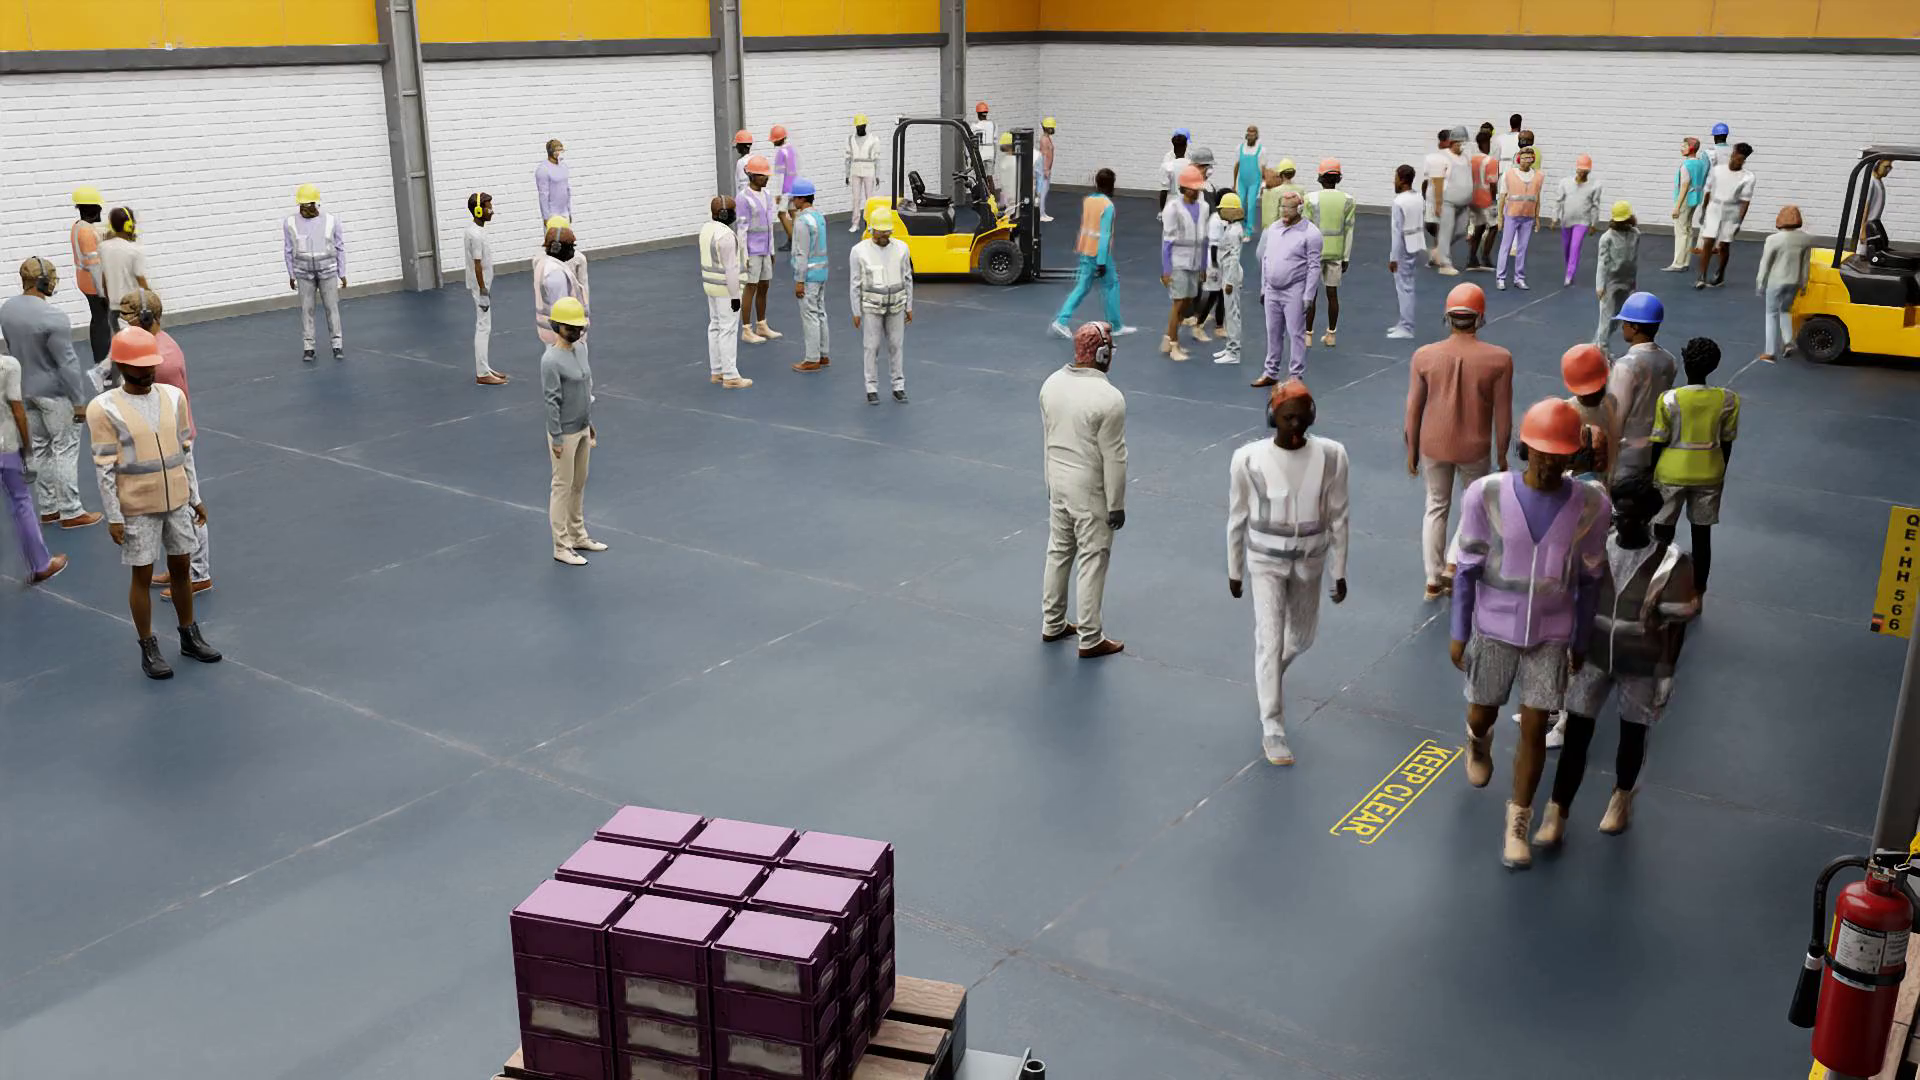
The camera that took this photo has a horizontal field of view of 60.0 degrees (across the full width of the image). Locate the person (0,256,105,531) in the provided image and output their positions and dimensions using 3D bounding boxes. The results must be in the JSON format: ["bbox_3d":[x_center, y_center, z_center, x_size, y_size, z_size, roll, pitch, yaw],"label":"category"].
[{"bbox_3d":[-6.346,-1.011,11.610,0.641,1.927,0.386,9,20,25],"label":"person"}]

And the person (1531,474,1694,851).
[{"bbox_3d":[2.791,0.554,7.125,0.552,1.661,0.776,13,22,35],"label":"person"}]

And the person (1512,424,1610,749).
[{"bbox_3d":[3.002,0.225,8.202,0.307,1.641,0.514,1,18,3],"label":"person"}]

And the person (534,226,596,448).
[{"bbox_3d":[-3.291,-1.681,13.848,0.430,1.838,0.620,-7,19,-21],"label":"person"}]

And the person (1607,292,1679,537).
[{"bbox_3d":[4.051,-0.528,10.081,0.612,1.942,0.405,-15,23,-38],"label":"person"}]

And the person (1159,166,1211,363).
[{"bbox_3d":[2.322,-2.859,17.263,0.630,2.015,0.548,-12,21,-33],"label":"person"}]

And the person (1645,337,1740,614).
[{"bbox_3d":[4.352,-0.372,9.975,0.530,1.697,0.321,0,18,1],"label":"person"}]

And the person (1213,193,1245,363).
[{"bbox_3d":[2.776,-2.702,17.187,0.323,1.742,0.492,2,18,8],"label":"person"}]

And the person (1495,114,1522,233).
[{"bbox_3d":[8.947,-5.940,27.029,0.591,1.922,0.390,16,24,41],"label":"person"}]

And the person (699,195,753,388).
[{"bbox_3d":[-2.265,-2.401,16.090,0.429,1.842,0.634,-10,20,-29],"label":"person"}]

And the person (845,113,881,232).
[{"bbox_3d":[-1.600,-6.013,27.249,0.594,1.924,0.381,4,18,12],"label":"person"}]

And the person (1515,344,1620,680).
[{"bbox_3d":[3.286,-0.144,8.973,0.637,1.886,0.409,-15,23,-39],"label":"person"}]

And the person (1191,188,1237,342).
[{"bbox_3d":[2.878,-3.021,18.303,0.433,1.683,0.568,8,19,23],"label":"person"}]

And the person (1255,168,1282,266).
[{"bbox_3d":[3.950,-3.898,21.134,0.328,1.616,0.535,-6,19,-19],"label":"person"}]

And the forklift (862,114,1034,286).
[{"bbox_3d":[-0.171,-4.594,22.377,2.313,2.155,1.214,1,18,3],"label":"forklift"}]

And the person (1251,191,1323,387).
[{"bbox_3d":[3.112,-2.366,15.879,0.407,1.907,0.638,-15,23,-38],"label":"person"}]

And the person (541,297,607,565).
[{"bbox_3d":[-2.549,-0.725,10.970,0.319,1.766,0.533,4,18,13],"label":"person"}]

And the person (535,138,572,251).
[{"bbox_3d":[-5.312,-4.291,21.868,0.379,1.931,0.625,6,19,18],"label":"person"}]

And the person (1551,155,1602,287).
[{"bbox_3d":[8.215,-4.277,22.166,0.560,1.715,0.866,10,20,29],"label":"person"}]

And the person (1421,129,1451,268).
[{"bbox_3d":[6.872,-4.882,23.712,0.642,1.926,0.820,14,22,37],"label":"person"}]

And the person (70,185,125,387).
[{"bbox_3d":[-8.342,-2.452,16.106,0.361,1.929,0.587,-11,21,-30],"label":"person"}]

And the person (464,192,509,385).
[{"bbox_3d":[-4.636,-2.438,16.182,0.324,1.861,0.510,-6,19,-18],"label":"person"}]

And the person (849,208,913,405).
[{"bbox_3d":[-0.718,-2.158,15.370,0.602,1.819,0.403,-7,19,-20],"label":"person"}]

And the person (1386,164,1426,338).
[{"bbox_3d":[4.947,-3.196,18.492,0.416,1.907,0.615,15,23,39],"label":"person"}]

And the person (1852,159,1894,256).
[{"bbox_3d":[11.285,-3.865,20.673,0.349,1.840,0.506,14,23,38],"label":"person"}]

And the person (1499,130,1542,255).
[{"bbox_3d":[8.371,-5.173,24.785,0.634,1.831,0.429,-16,24,-42],"label":"person"}]

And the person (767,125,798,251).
[{"bbox_3d":[-2.621,-5.332,25.201,0.365,1.882,0.778,6,19,19],"label":"person"}]

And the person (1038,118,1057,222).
[{"bbox_3d":[1.503,-6.384,28.690,0.338,1.759,0.525,4,18,12],"label":"person"}]

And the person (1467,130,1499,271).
[{"bbox_3d":[7.345,-4.720,23.216,0.505,1.927,0.664,-5,19,-17],"label":"person"}]

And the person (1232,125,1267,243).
[{"bbox_3d":[4.526,-5.570,26.026,0.559,1.824,0.478,9,20,25],"label":"person"}]

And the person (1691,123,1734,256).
[{"bbox_3d":[11.184,-5.179,24.625,0.605,1.939,0.416,-2,18,-7],"label":"person"}]

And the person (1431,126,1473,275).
[{"bbox_3d":[6.781,-4.703,22.965,0.695,2.000,0.618,-11,21,-31],"label":"person"}]

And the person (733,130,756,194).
[{"bbox_3d":[-2.978,-4.727,23.207,0.355,1.939,0.543,5,18,14],"label":"person"}]

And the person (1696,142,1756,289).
[{"bbox_3d":[9.899,-4.204,21.620,0.688,1.905,0.894,13,22,36],"label":"person"}]

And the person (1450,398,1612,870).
[{"bbox_3d":[2.436,0.349,7.194,0.615,2.028,0.769,4,18,13],"label":"person"}]

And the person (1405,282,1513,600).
[{"bbox_3d":[3.029,-0.573,10.144,0.639,1.976,0.457,8,20,24],"label":"person"}]

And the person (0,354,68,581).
[{"bbox_3d":[-6.017,-0.540,10.328,0.555,1.823,0.775,-3,18,-11],"label":"person"}]

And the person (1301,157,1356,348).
[{"bbox_3d":[3.917,-3.088,17.935,0.604,2.037,0.393,-3,18,-8],"label":"person"}]

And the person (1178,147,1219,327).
[{"bbox_3d":[2.797,-3.511,19.239,0.538,2.000,0.684,8,20,24],"label":"person"}]

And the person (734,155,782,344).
[{"bbox_3d":[-2.191,-3.165,18.172,0.401,2.034,0.609,8,20,25],"label":"person"}]

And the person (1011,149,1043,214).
[{"bbox_3d":[0.963,-5.322,25.280,0.597,1.799,0.726,0,18,0],"label":"person"}]

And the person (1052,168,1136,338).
[{"bbox_3d":[1.485,-3.178,18.468,0.969,1.881,0.602,-8,19,-23],"label":"person"}]

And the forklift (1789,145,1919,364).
[{"bbox_3d":[9.803,-2.879,17.013,2.313,2.155,1.214,12,21,33],"label":"forklift"}]

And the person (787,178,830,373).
[{"bbox_3d":[-1.526,-2.662,16.759,0.410,1.939,0.601,3,18,10],"label":"person"}]

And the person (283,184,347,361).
[{"bbox_3d":[-6.694,-2.783,17.306,0.590,1.827,0.404,-5,18,-15],"label":"person"}]

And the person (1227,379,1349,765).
[{"bbox_3d":[1.600,0.104,8.237,0.577,1.861,0.843,-1,18,-4],"label":"person"}]

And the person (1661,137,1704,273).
[{"bbox_3d":[10.089,-4.646,23.100,0.376,1.845,0.571,16,24,41],"label":"person"}]

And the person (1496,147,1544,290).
[{"bbox_3d":[7.268,-4.180,21.652,0.570,1.840,0.372,-2,18,-6],"label":"person"}]

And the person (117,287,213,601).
[{"bbox_3d":[-4.916,-0.591,10.271,0.372,1.940,0.631,-12,21,-33],"label":"person"}]

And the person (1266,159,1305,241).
[{"bbox_3d":[4.046,-3.860,20.779,0.533,1.765,0.322,-10,20,-28],"label":"person"}]

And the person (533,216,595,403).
[{"bbox_3d":[-3.650,-2.098,15.305,0.487,1.741,0.312,-3,18,-9],"label":"person"}]

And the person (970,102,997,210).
[{"bbox_3d":[0.410,-6.968,30.242,0.542,1.928,0.399,-10,21,-30],"label":"person"}]

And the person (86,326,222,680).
[{"bbox_3d":[-4.387,-0.208,9.077,0.363,1.935,0.551,12,21,33],"label":"person"}]

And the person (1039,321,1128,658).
[{"bbox_3d":[0.722,-0.288,9.399,0.394,1.899,0.641,-13,22,-35],"label":"person"}]

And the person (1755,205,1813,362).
[{"bbox_3d":[8.496,-2.650,17.215,0.514,1.620,0.334,-1,18,-4],"label":"person"}]

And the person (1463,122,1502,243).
[{"bbox_3d":[8.174,-5.596,26.059,0.509,1.860,0.334,13,22,35],"label":"person"}]

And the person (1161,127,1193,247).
[{"bbox_3d":[3.111,-4.910,23.796,0.421,1.937,0.616,16,24,40],"label":"person"}]

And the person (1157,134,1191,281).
[{"bbox_3d":[2.924,-4.423,22.224,0.600,1.958,0.377,-5,18,-15],"label":"person"}]

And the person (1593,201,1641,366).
[{"bbox_3d":[6.702,-2.649,17.096,0.576,1.696,0.574,-7,19,-22],"label":"person"}]
